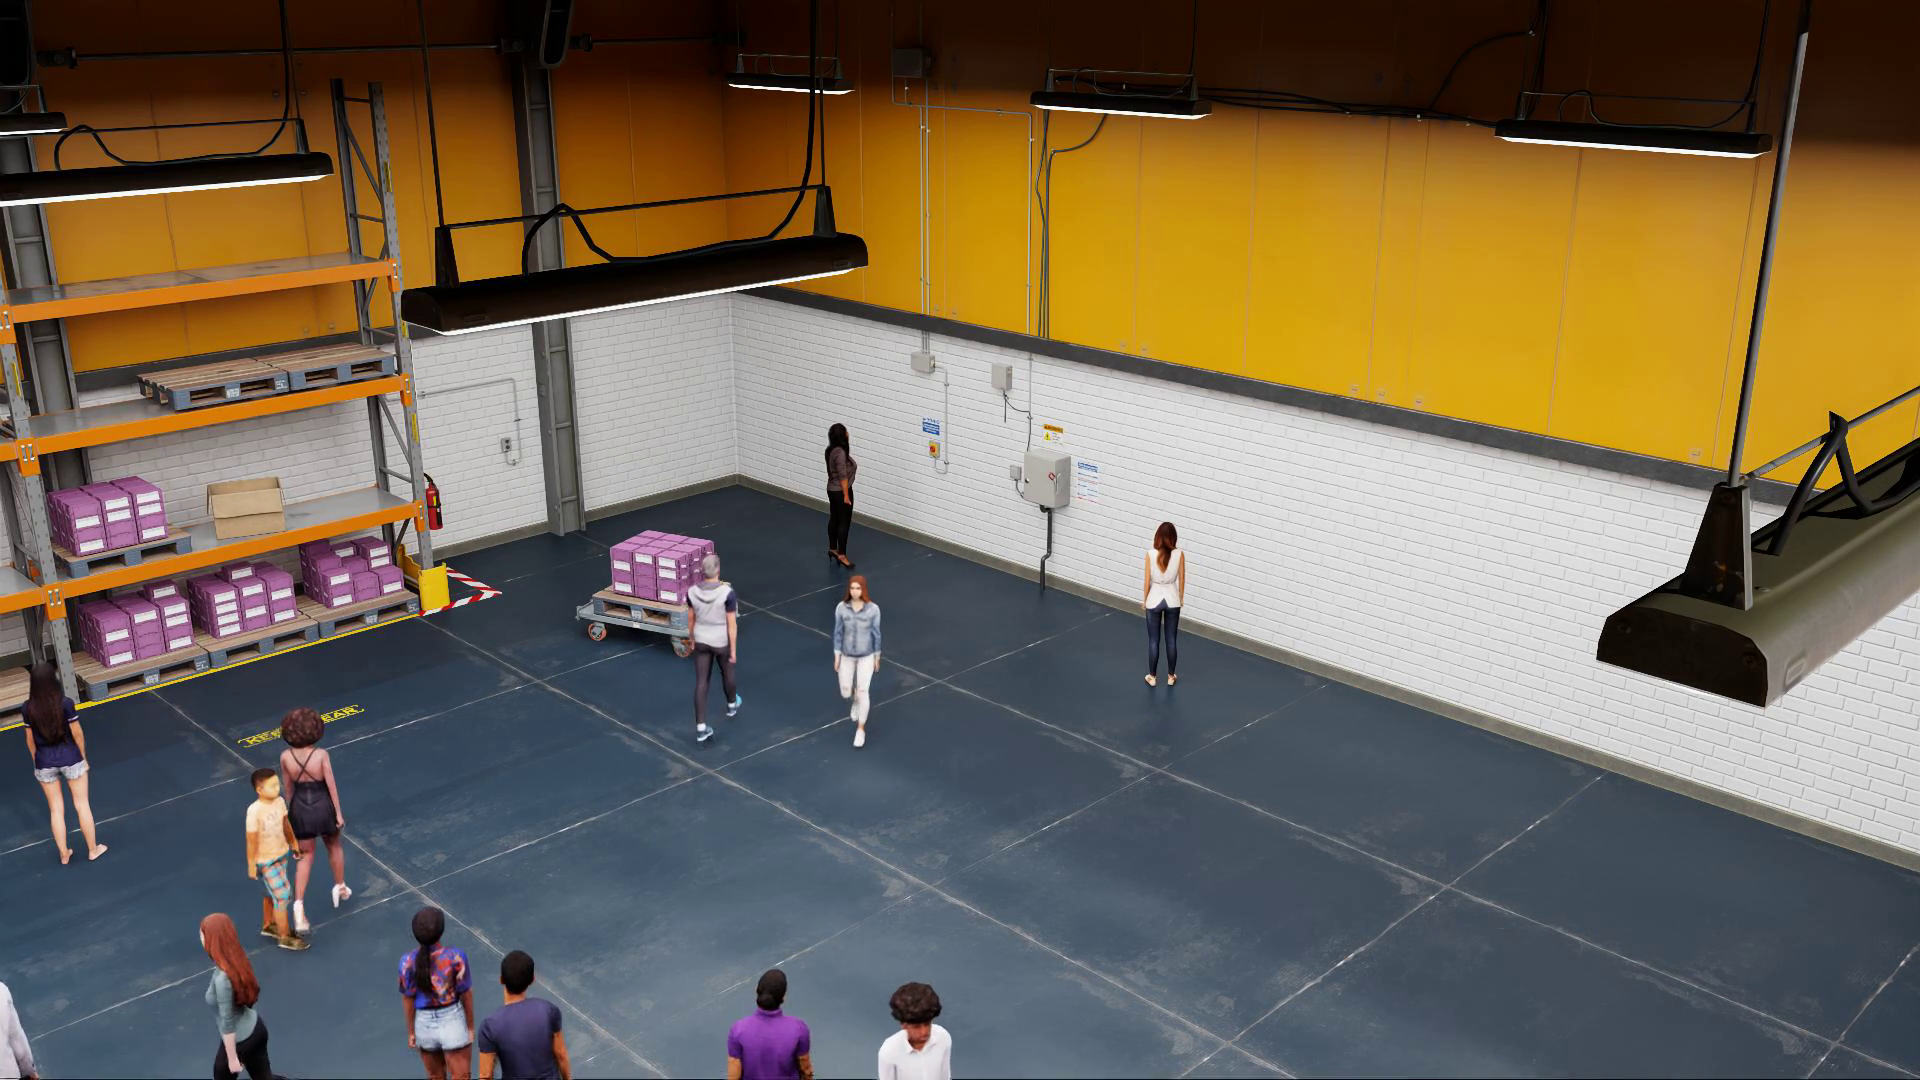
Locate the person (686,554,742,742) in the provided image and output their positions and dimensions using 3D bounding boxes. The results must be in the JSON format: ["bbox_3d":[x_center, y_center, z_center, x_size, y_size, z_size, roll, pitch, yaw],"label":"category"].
[{"bbox_3d":[-2.417,1.078,16.049,1.148,1.775,1.318,3,19,10],"label":"person"}]

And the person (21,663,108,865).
[{"bbox_3d":[-7.452,1.852,13.764,0.624,1.766,0.720,-4,19,-13],"label":"person"}]

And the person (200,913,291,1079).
[{"bbox_3d":[-4.316,3.076,10.210,1.151,1.715,1.047,-2,19,-5],"label":"person"}]

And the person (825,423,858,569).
[{"bbox_3d":[-1.515,-0.564,20.821,0.716,1.841,0.727,-8,20,-23],"label":"person"}]

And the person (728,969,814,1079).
[{"bbox_3d":[-1.088,3.323,9.466,1.155,1.720,1.174,-2,19,-6],"label":"person"}]

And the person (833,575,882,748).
[{"bbox_3d":[-0.982,1.113,16.075,0.904,1.692,1.007,3,19,8],"label":"person"}]

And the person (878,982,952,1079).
[{"bbox_3d":[-0.302,3.279,9.538,1.123,1.759,0.956,-8,20,-23],"label":"person"}]

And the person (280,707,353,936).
[{"bbox_3d":[-5.000,2.186,12.786,1.076,1.758,1.078,-2,19,-6],"label":"person"}]

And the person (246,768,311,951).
[{"bbox_3d":[-5.295,2.405,12.620,0.808,1.449,0.776,4,19,13],"label":"person"}]

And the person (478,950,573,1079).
[{"bbox_3d":[-2.471,3.236,9.640,0.680,1.774,0.836,-14,23,-36],"label":"person"}]

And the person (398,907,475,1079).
[{"bbox_3d":[-3.188,3.074,10.195,1.025,1.727,1.004,-3,19,-9],"label":"person"}]

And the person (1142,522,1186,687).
[{"bbox_3d":[2.114,0.664,17.262,0.659,1.785,0.723,0,19,-1],"label":"person"}]
